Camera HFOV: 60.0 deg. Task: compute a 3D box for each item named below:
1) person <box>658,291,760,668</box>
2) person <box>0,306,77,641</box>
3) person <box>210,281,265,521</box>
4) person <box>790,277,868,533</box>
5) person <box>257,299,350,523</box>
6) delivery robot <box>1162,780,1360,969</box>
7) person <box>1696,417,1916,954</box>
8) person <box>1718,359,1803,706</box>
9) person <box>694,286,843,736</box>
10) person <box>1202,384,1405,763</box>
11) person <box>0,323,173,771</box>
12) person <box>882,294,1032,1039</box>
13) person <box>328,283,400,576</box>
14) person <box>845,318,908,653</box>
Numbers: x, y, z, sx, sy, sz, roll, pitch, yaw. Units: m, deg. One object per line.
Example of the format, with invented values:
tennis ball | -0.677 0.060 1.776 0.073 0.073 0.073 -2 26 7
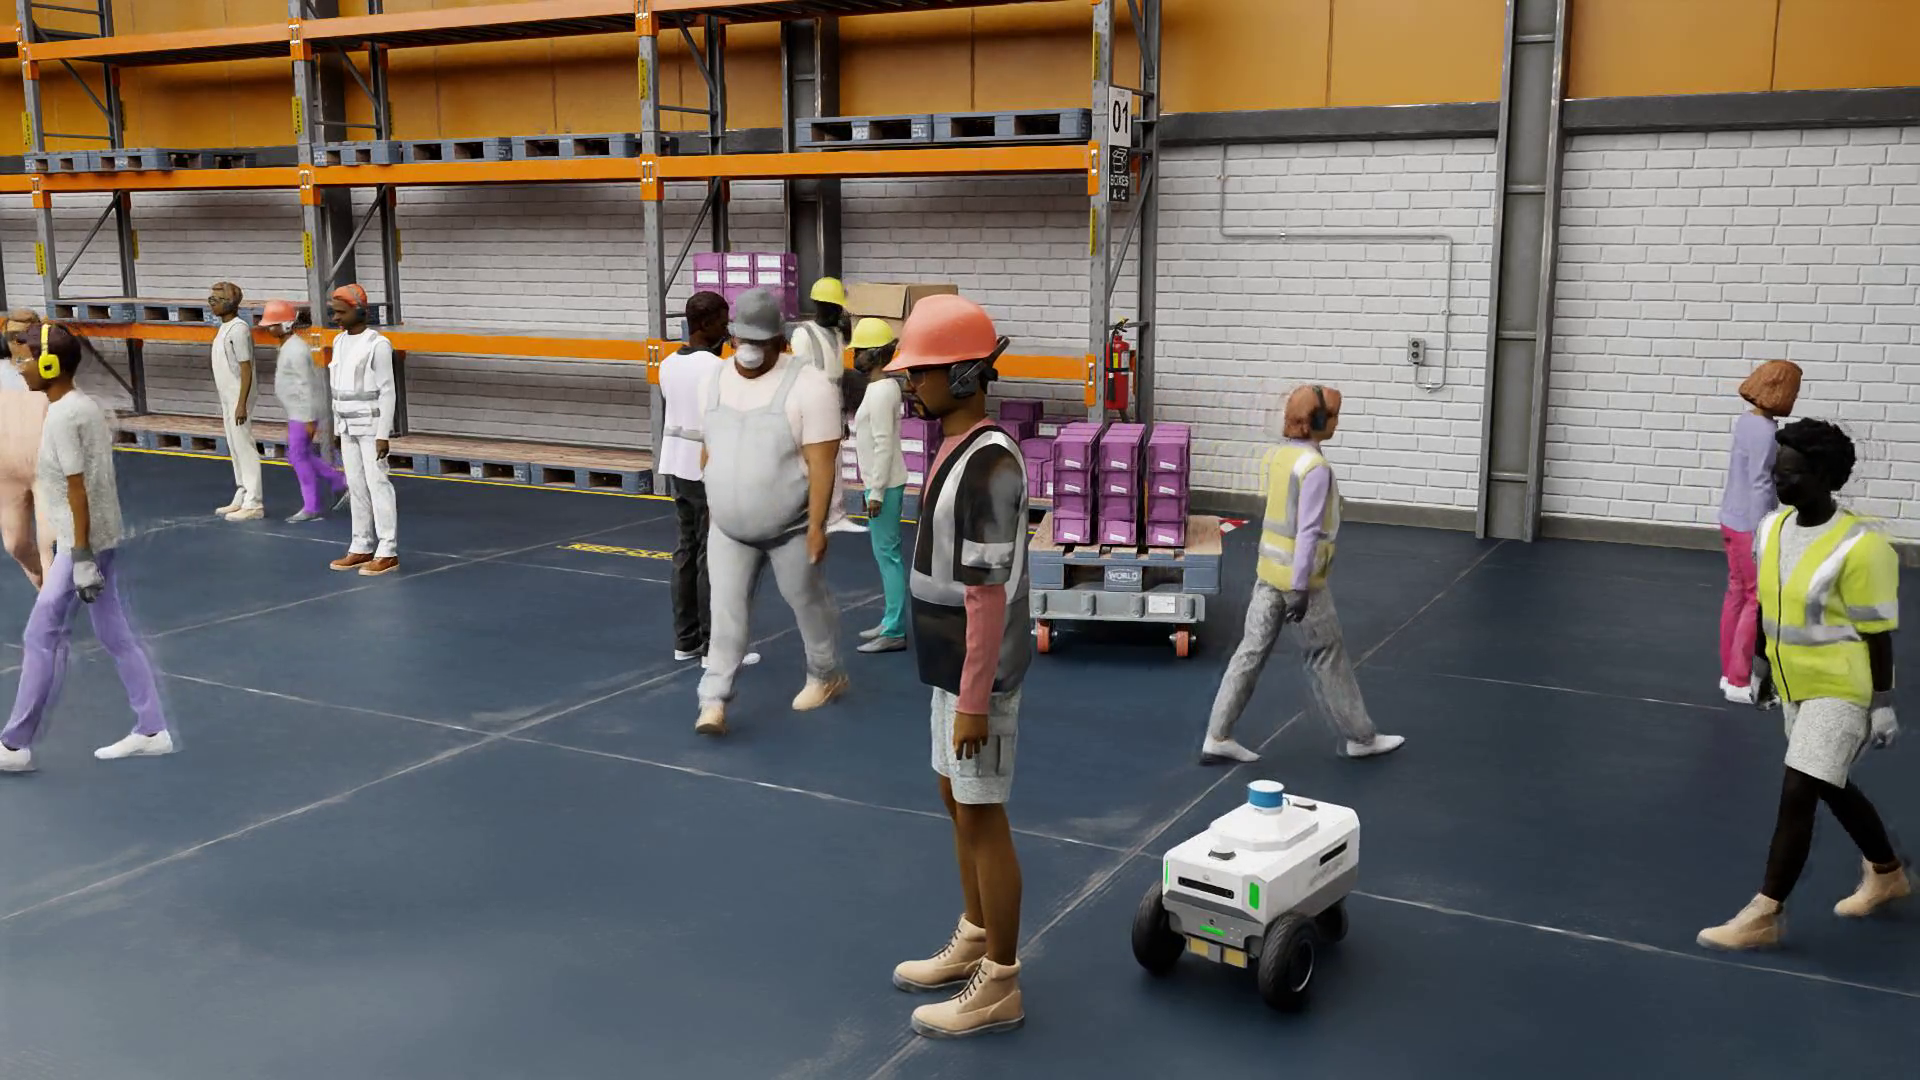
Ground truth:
person | -1.317 -0.303 8.485 0.390 1.914 0.587 -9 13 -39
person | -5.079 -0.373 9.128 0.514 1.826 0.788 -3 11 -15
person | -5.621 -1.071 12.878 0.335 1.846 0.513 -7 13 -35
person | -0.991 -0.951 12.070 0.399 1.918 0.620 5 11 26
person | -5.048 -0.993 12.792 0.595 1.719 0.578 -6 12 -30
delivery robot | 0.914 0.966 4.994 0.477 0.478 0.707 8 13 38
person | 2.703 0.438 5.141 0.813 1.652 0.540 -2 10 -9
person | 3.764 -0.043 7.856 0.329 1.621 0.515 2 11 13
person | -0.857 -0.165 7.376 0.718 2.000 1.048 3 11 18
person | 1.407 0.152 6.871 0.881 1.583 0.529 -2 11 -12
person | -3.750 0.042 6.808 0.884 1.831 0.532 -2 11 -13
person | -0.008 0.349 4.597 0.395 2.036 0.601 -2 10 -9
person | -3.890 -0.714 10.807 0.572 1.887 0.356 8 13 36
person | -0.439 -0.286 8.796 0.326 1.767 0.533 0 10 1
